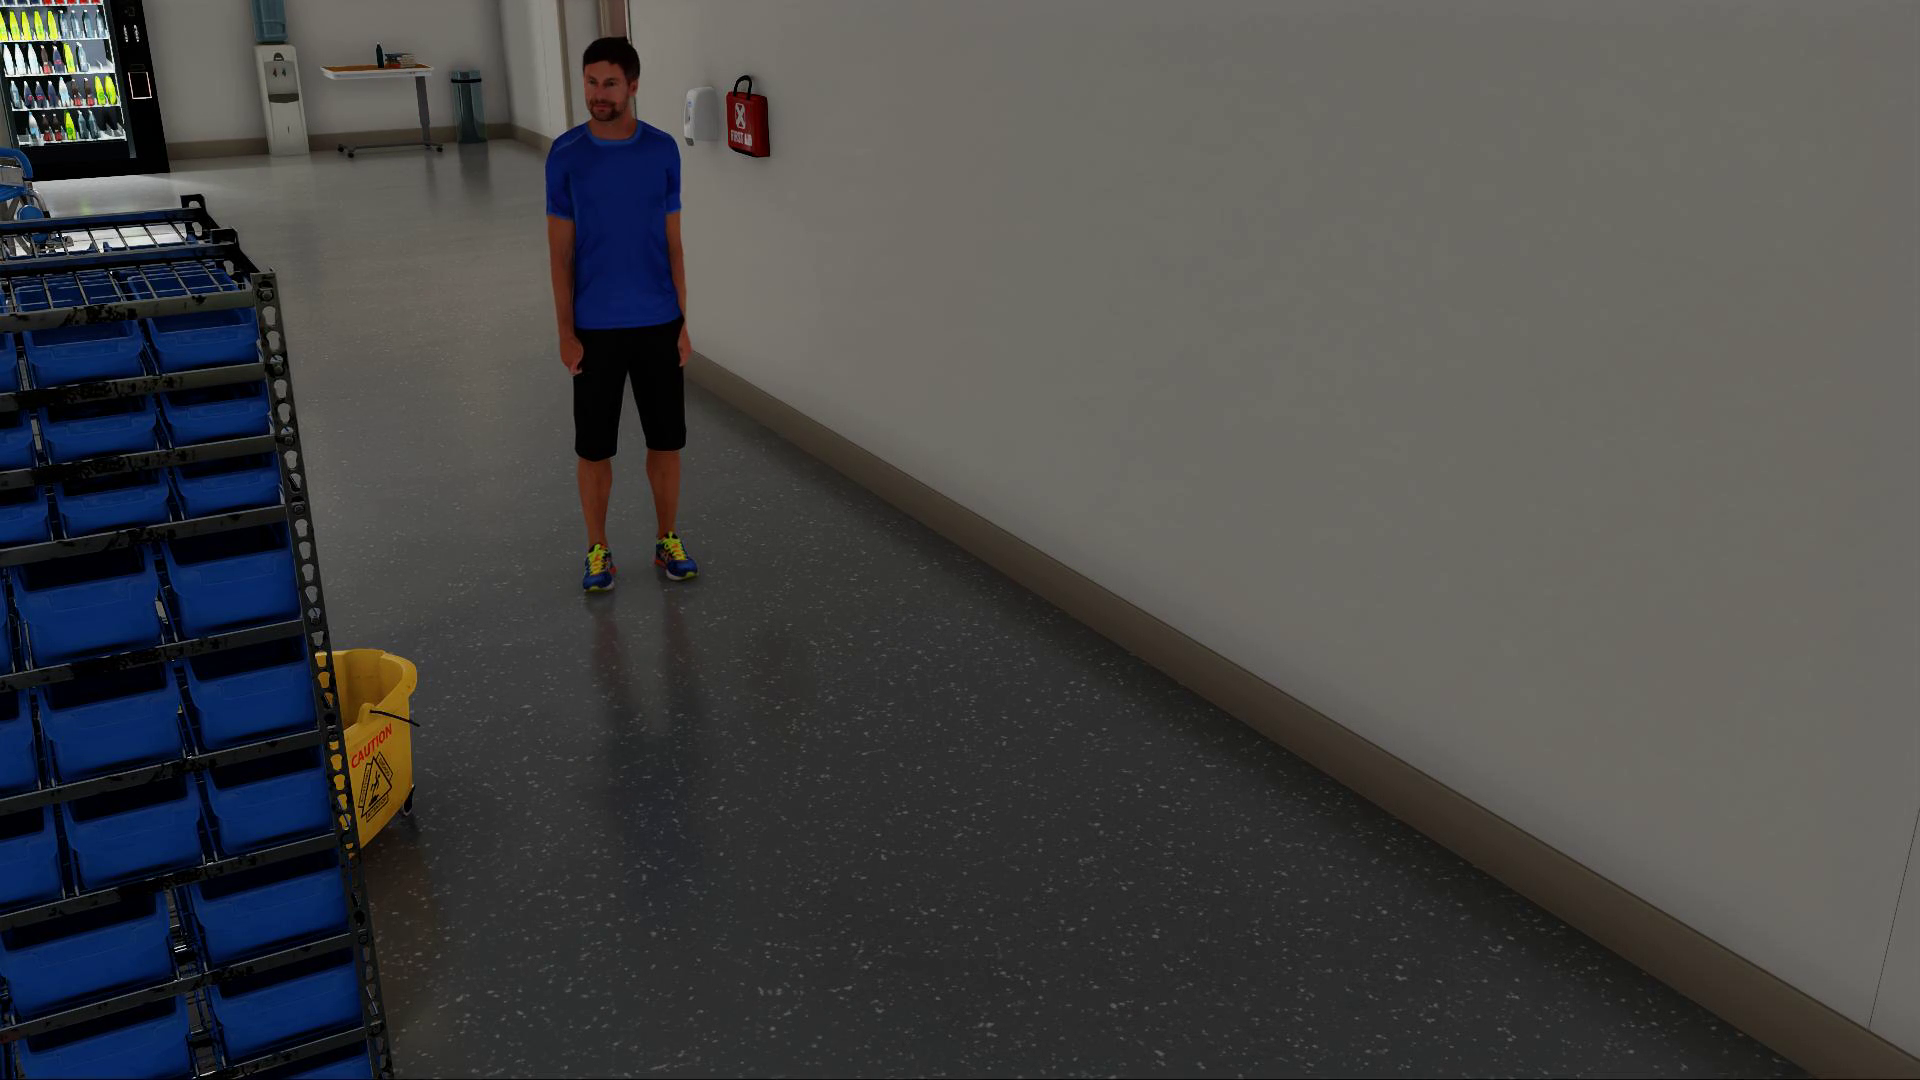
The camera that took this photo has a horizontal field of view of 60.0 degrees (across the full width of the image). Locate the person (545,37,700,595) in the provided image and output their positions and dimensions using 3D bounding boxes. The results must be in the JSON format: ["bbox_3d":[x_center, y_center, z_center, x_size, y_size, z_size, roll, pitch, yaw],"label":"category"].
[{"bbox_3d":[-1.141,-0.747,5.667,0.547,1.865,0.703,-8,22,-20],"label":"person"}]
